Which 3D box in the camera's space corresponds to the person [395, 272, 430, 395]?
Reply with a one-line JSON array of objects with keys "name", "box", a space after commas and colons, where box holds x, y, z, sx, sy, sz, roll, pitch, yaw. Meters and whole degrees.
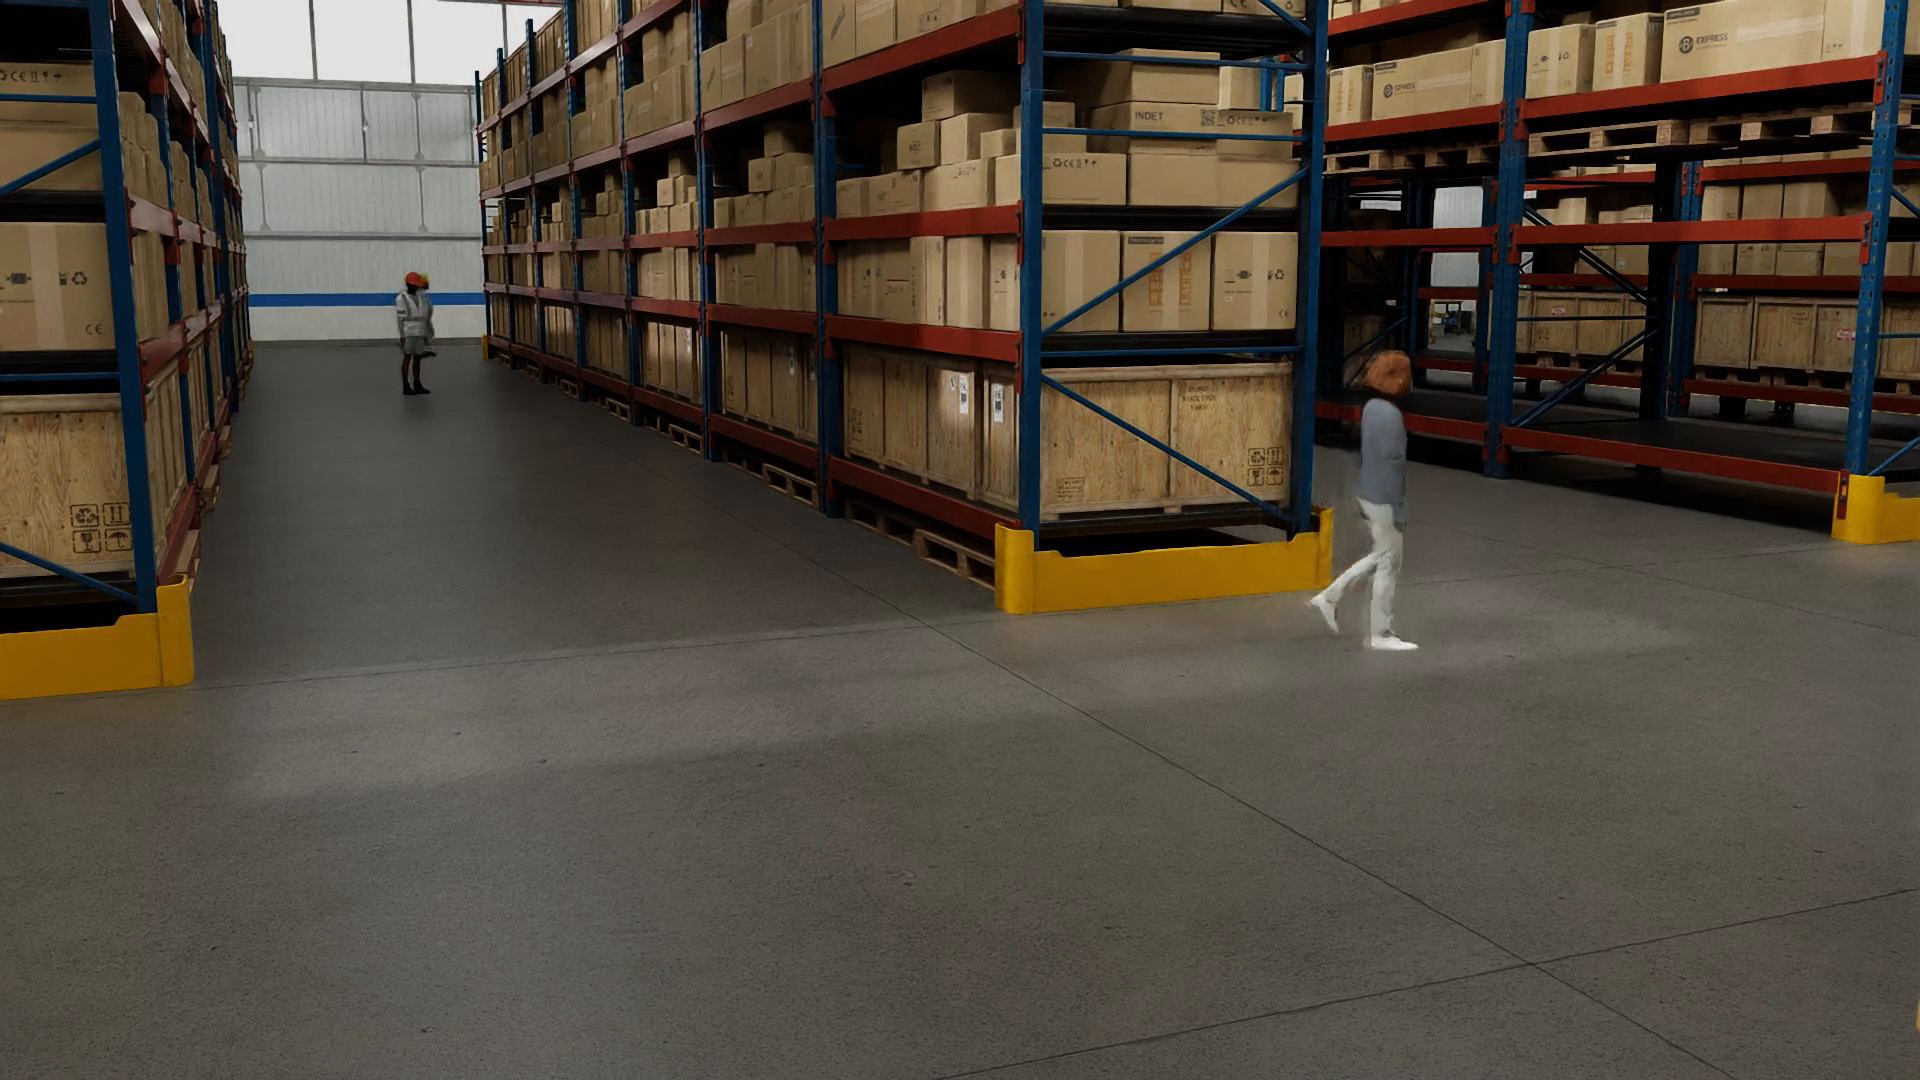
[{"name": "person", "box": [-8.574, -3.242, 26.138, 0.391, 1.924, 0.547, 5, 11, 27]}]

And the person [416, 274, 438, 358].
[{"name": "person", "box": [-11.581, -4.862, 36.152, 0.618, 1.813, 0.624, -4, 10, -22]}]

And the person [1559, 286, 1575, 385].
[{"name": "person", "box": [10.364, -3.594, 28.191, 0.661, 1.955, 0.709, -5, 11, -28]}]

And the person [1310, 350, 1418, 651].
[{"name": "person", "box": [2.198, -0.202, 8.853, 0.473, 1.617, 0.505, 0, 9, 2]}]

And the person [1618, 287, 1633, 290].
[{"name": "person", "box": [11.147, -3.447, 27.932, 0.537, 1.738, 0.747, -4, 10, -22]}]
